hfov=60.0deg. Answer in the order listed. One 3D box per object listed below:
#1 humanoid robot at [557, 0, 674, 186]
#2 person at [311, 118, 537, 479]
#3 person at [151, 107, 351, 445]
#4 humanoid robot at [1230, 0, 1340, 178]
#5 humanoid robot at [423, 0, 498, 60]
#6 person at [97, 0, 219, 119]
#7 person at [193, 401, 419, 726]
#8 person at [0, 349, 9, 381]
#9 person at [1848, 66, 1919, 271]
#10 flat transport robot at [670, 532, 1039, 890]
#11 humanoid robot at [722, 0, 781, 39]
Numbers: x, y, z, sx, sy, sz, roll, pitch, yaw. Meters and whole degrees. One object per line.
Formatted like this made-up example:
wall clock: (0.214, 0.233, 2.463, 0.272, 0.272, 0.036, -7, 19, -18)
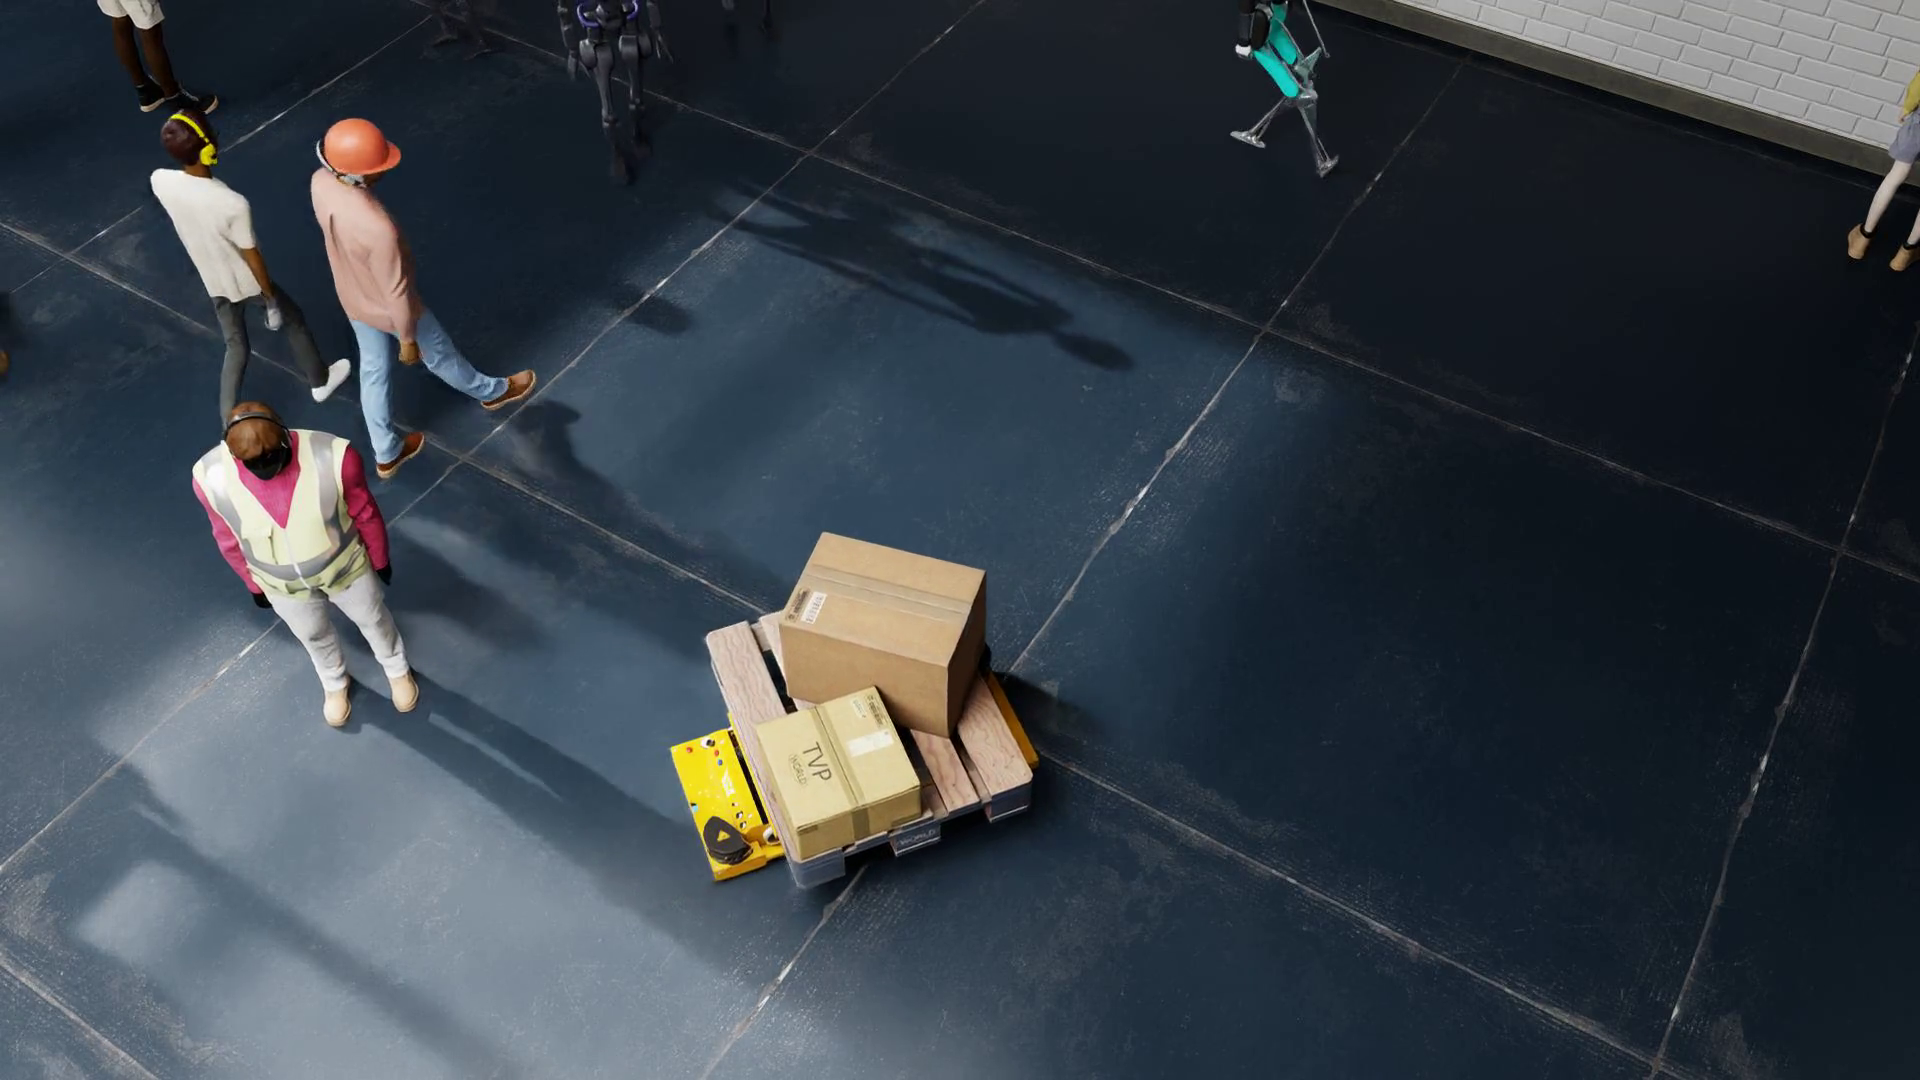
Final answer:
humanoid robot: (-1.919, -2.795, 9.332, 0.610, 1.640, 0.533, -16, 51, -14)
person: (-2.570, -1.180, 7.738, 0.603, 1.934, 0.940, 30, 55, 23)
person: (-3.429, -1.192, 7.815, 0.514, 1.828, 0.887, 11, 50, 10)
humanoid robot: (1.936, -2.837, 9.355, 0.890, 1.814, 0.553, 25, 53, 20)
humanoid robot: (-3.222, -3.666, 10.089, 0.510, 1.644, 0.584, -19, 51, -16)
person: (-4.882, -3.337, 9.607, 0.607, 1.964, 0.368, 27, 54, 21)
person: (-2.591, 0.107, 6.693, 0.615, 1.830, 0.430, -11, 50, -9)
person: (-5.129, -1.662, 8.211, 0.573, 1.859, 0.840, -7, 49, -6)
person: (5.181, -2.243, 8.701, 0.472, 1.890, 0.401, 27, 54, 21)
flat transport robot: (-0.447, 0.898, 7.031, 1.431, 0.231, 0.659, -17, 51, -15)
humanoid robot: (-1.339, -3.960, 10.349, 0.591, 1.644, 0.516, -22, 53, -18)
